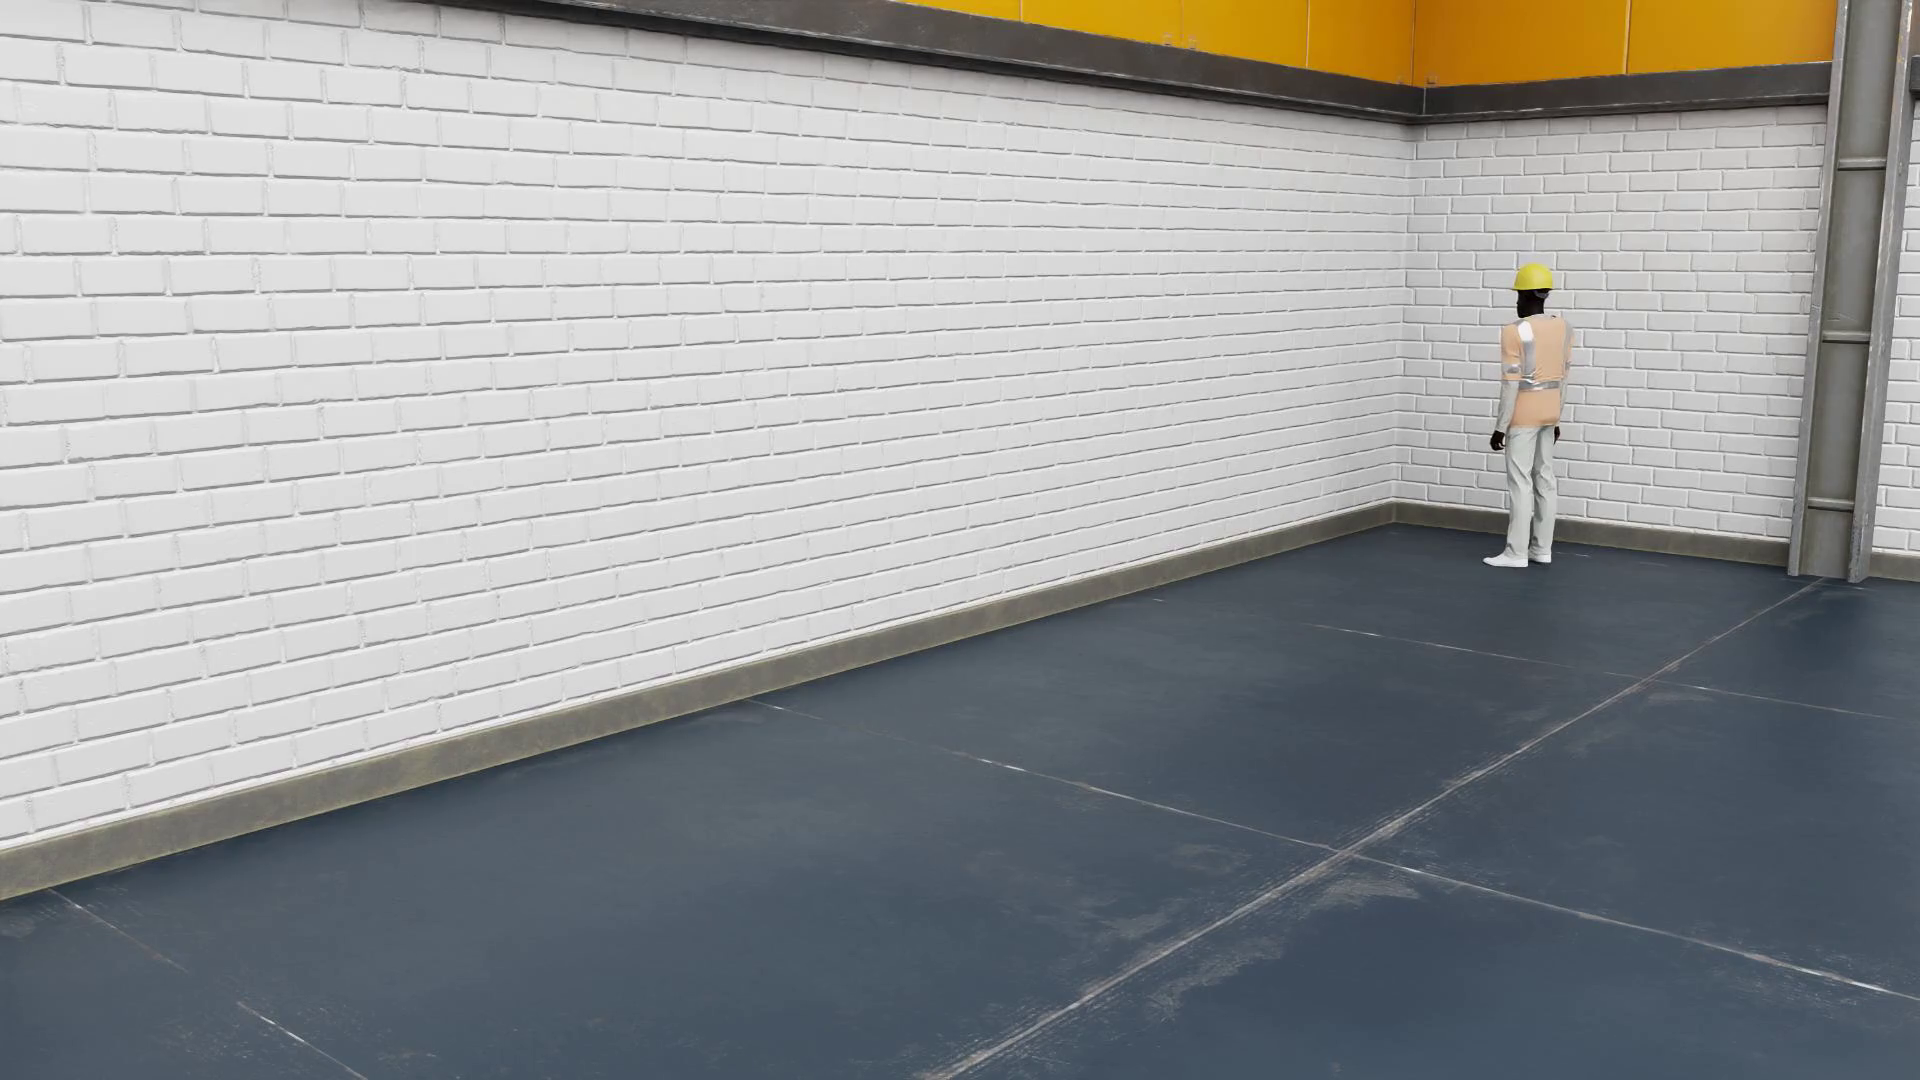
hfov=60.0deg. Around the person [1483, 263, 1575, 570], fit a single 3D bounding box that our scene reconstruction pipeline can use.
[{"bbox_3d":[3.588,-0.773,10.508,0.585,1.927,0.366,-6,12,-31],"label":"person"}]
